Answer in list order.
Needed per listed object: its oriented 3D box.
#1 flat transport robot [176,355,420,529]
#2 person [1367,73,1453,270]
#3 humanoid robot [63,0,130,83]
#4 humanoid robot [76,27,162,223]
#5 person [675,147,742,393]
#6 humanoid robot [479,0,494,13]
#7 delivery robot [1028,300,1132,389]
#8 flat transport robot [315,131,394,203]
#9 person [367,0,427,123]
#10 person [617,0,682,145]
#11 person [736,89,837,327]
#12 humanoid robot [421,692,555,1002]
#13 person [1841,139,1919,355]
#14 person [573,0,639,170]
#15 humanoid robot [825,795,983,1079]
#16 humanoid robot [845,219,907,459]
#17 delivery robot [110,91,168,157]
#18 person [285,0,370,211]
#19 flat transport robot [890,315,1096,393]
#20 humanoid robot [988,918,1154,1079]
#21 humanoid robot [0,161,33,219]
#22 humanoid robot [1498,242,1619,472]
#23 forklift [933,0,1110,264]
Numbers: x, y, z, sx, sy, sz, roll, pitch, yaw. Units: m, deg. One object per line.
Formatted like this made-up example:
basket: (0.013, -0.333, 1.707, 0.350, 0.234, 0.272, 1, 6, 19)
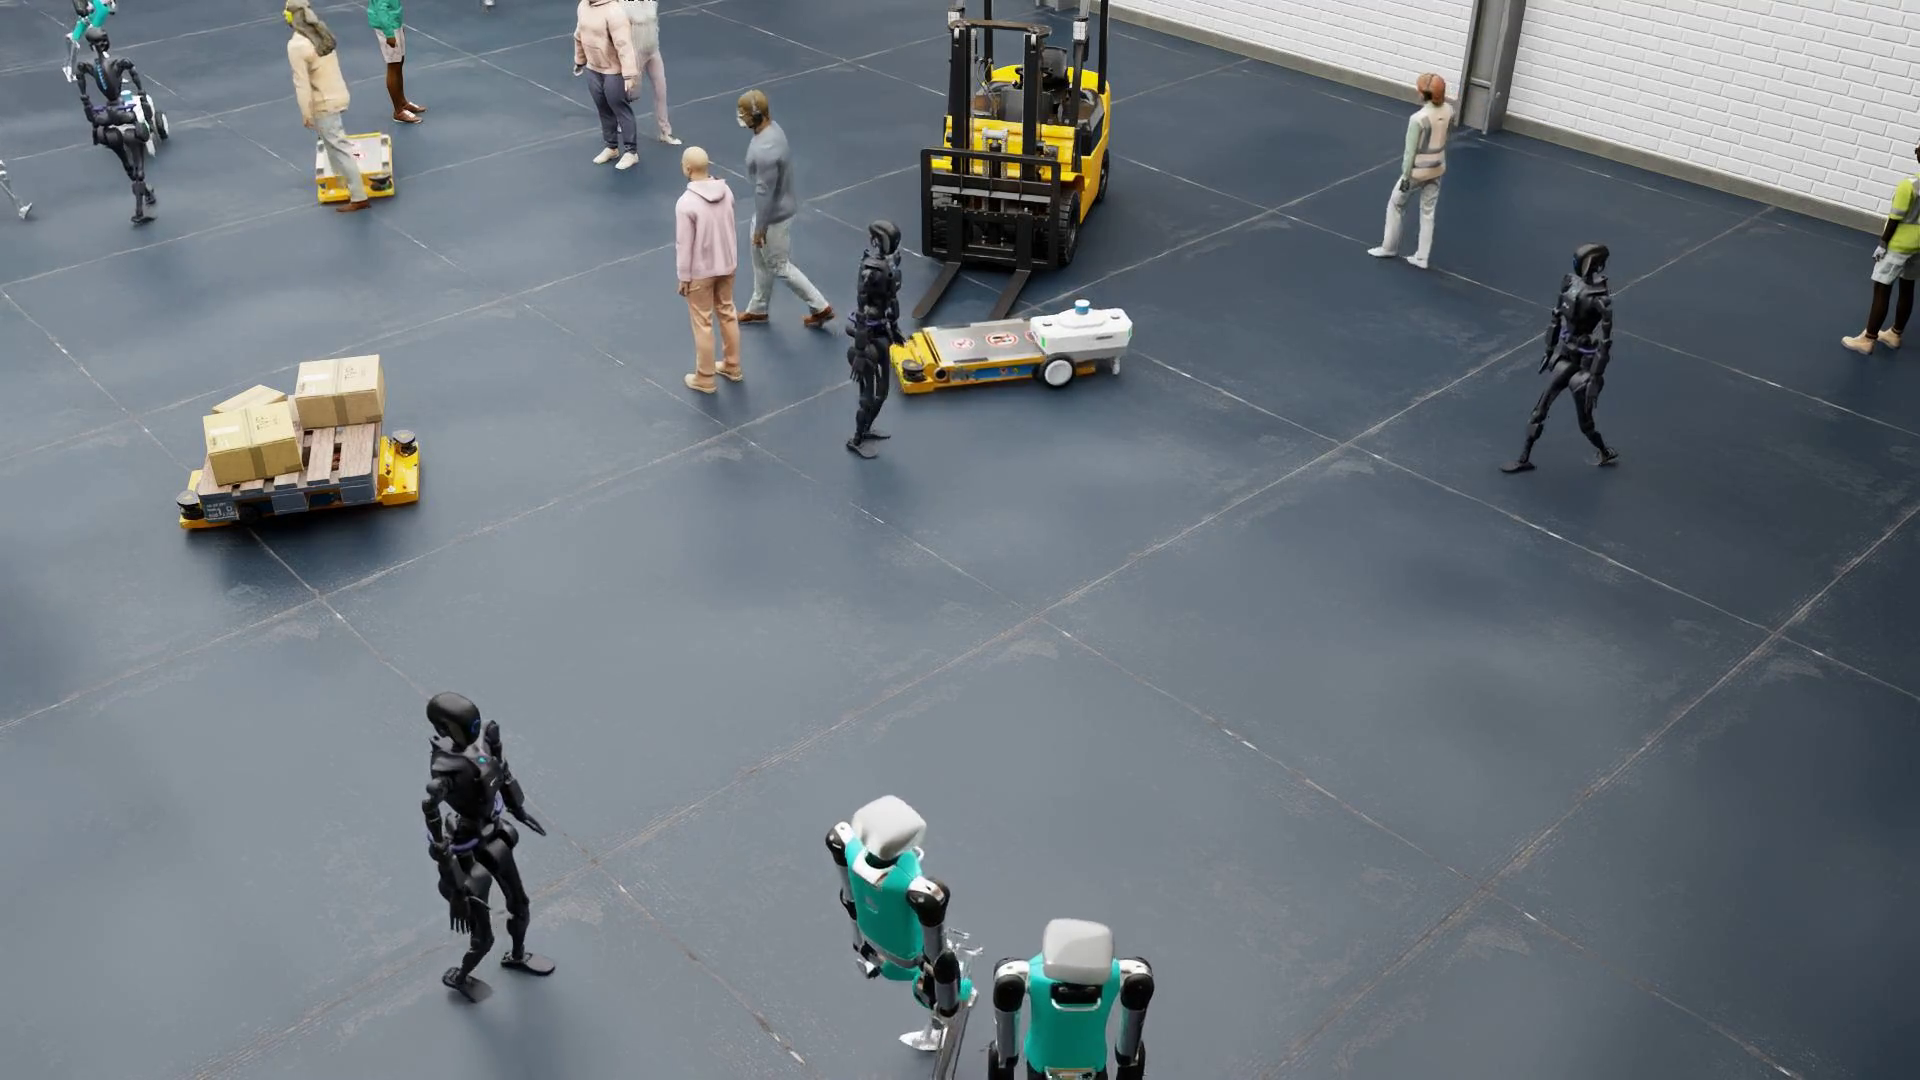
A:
flat transport robot: (-4.260, -0.391, 10.774, 1.431, 0.231, 0.659, -8, 34, -12)
person: (3.733, -3.010, 13.560, 0.550, 1.618, 0.534, -19, 38, -27)
humanoid robot: (-9.359, -5.669, 17.589, 0.875, 1.829, 0.550, 11, 35, 17)
humanoid robot: (-7.310, -3.637, 14.505, 0.585, 1.620, 0.765, -4, 33, -6)
person: (-1.755, -1.888, 11.696, 0.412, 1.776, 0.536, 24, 40, 32)
humanoid robot: (-5.779, -7.206, 19.943, 0.531, 1.827, 0.744, -22, 39, -30)
delivery robot: (0.847, -1.448, 12.154, 0.785, 0.613, 0.501, -7, 34, -11)
flat transport robot: (-5.664, -3.515, 15.576, 0.659, 0.231, 1.431, -9, 34, -14)
person: (-5.692, -5.117, 16.587, 0.397, 1.854, 0.494, -3, 33, -5)
person: (-3.117, -4.713, 16.080, 0.770, 1.741, 0.527, 23, 39, 31)
person: (-1.353, -2.435, 12.426, 0.804, 1.909, 0.667, -2, 33, -3)
humanoid robot: (-2.036, 1.276, 6.945, 0.439, 1.657, 0.599, 9, 34, 14)
person: (6.950, -2.180, 12.220, 0.534, 1.691, 0.317, -13, 35, -19)
person: (-3.275, -4.403, 15.489, 0.791, 1.859, 0.433, 24, 40, 32)
humanoid robot: (-0.075, 1.552, 6.440, 0.585, 1.769, 0.879, 26, 41, 34)
humanoid robot: (-0.573, -1.334, 10.949, 0.410, 1.643, 0.609, 13, 35, 20)
delivery robot: (-8.025, -4.063, 16.147, 0.499, 0.585, 0.785, -10, 34, -15)
person: (-5.610, -3.832, 14.623, 0.633, 1.845, 0.560, 5, 33, 8)
flat transport robot: (0.231, -1.374, 12.285, 1.431, 0.231, 0.659, -7, 34, -10)
humanoid robot: (0.368, 2.108, 5.614, 0.542, 1.827, 0.682, -1, 33, -2)
humanoid robot: (-8.452, -3.439, 14.163, 0.965, 1.807, 0.537, -28, 42, -36)
humanoid robot: (4.011, -1.144, 10.712, 0.801, 1.644, 0.615, -9, 34, -14)
forklift: (0.570, -3.725, 14.138, 1.214, 2.155, 2.313, 9, 34, 13)
